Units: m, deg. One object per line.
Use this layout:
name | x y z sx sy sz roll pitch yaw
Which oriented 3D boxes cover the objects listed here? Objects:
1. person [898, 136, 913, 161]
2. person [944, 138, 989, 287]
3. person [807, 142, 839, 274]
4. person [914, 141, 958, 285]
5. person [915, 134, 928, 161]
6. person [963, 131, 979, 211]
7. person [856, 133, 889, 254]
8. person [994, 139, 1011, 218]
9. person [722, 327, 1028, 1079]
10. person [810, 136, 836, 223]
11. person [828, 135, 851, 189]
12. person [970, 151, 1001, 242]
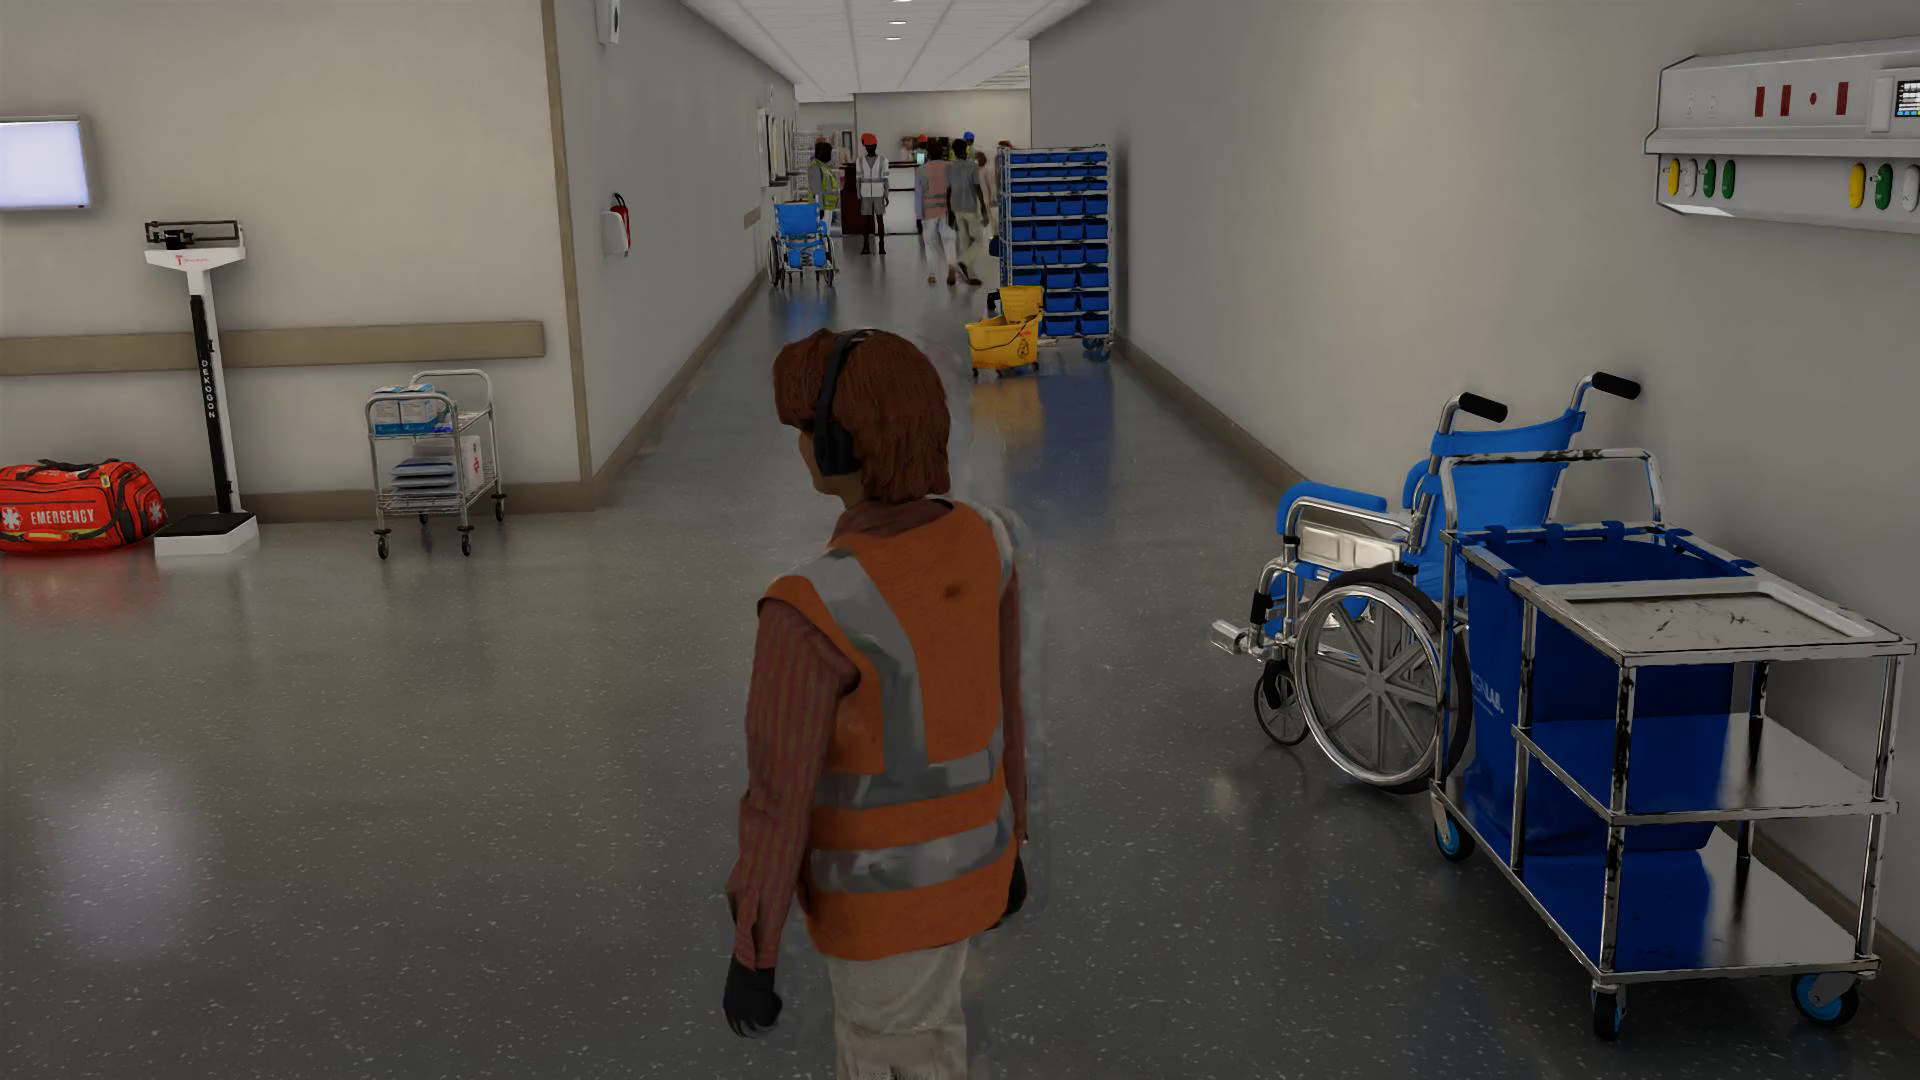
person | -1.184 -8.396 38.543 0.606 1.879 0.667 -2 14 0
person | 0.057 -4.049 20.636 0.608 1.837 0.552 6 16 30
person | -1.919 -4.684 23.494 0.430 1.839 0.619 0 14 7
person | -0.257 -4.160 21.208 0.636 1.816 0.867 -4 14 -10
person | -0.869 -8.918 40.582 0.550 1.928 0.389 6 16 28
person | 0.247 -8.261 37.697 0.390 1.946 0.614 -6 14 -16
person | -1.421 -5.627 27.095 0.542 1.939 0.359 -1 14 4
person | 1.057 -8.110 37.394 0.558 1.758 0.347 0 14 7
person | -0.180 0.505 2.391 0.674 1.614 0.540 6 16 29
person | -3.119 -8.165 37.738 0.543 1.932 0.370 9 17 38
person | -2.988 -9.016 41.188 0.722 1.954 0.388 -2 14 1
person | 0.401 -6.098 29.557 0.877 1.581 0.519 -10 16 -32
